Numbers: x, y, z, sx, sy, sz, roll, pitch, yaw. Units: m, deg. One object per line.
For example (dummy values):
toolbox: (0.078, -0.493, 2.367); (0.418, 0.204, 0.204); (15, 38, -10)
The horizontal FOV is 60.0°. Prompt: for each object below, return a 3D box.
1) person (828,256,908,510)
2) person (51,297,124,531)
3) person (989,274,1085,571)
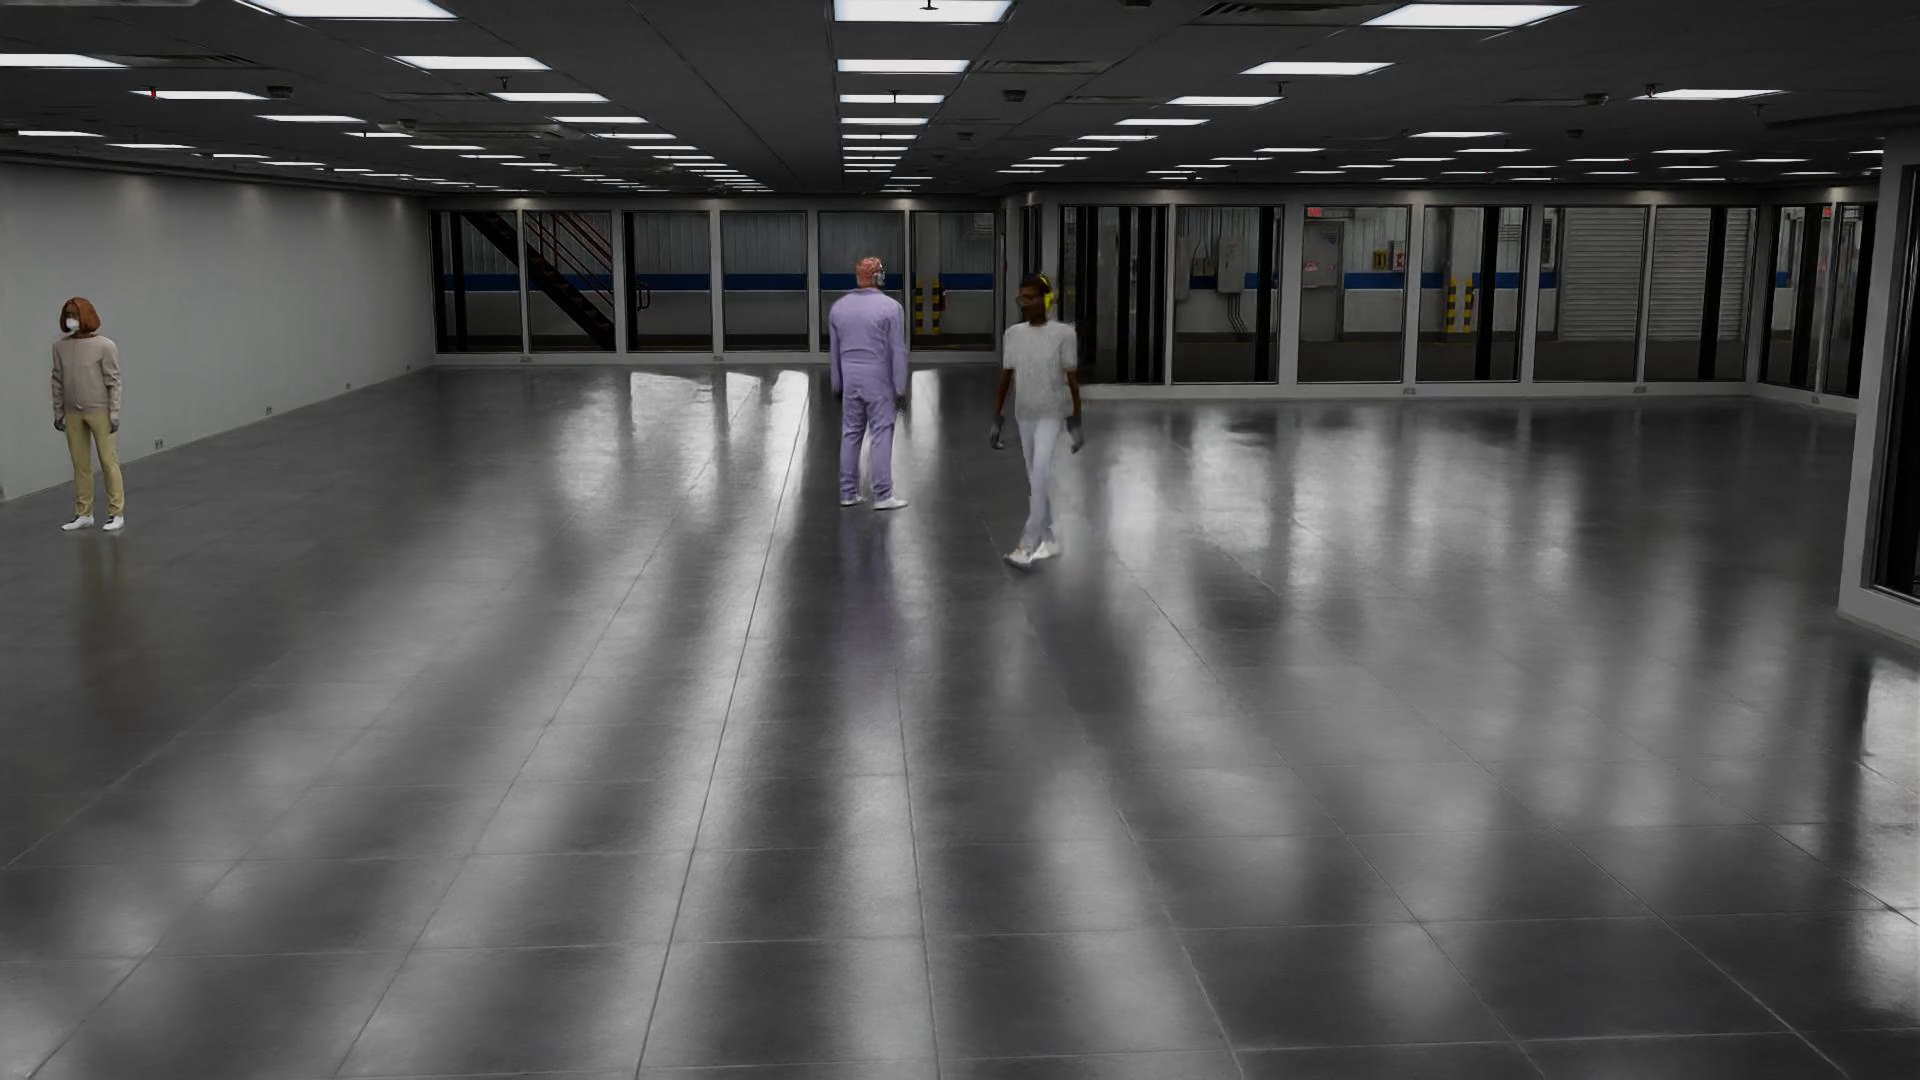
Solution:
person: (-0.681, -1.188, 12.612); (0.675, 1.902, 0.397); (6, 12, 31)
person: (-6.110, -0.877, 11.646); (0.500, 1.636, 0.280); (1, 11, 7)
person: (0.433, -0.726, 10.339); (0.562, 1.822, 0.935); (6, 12, 31)
